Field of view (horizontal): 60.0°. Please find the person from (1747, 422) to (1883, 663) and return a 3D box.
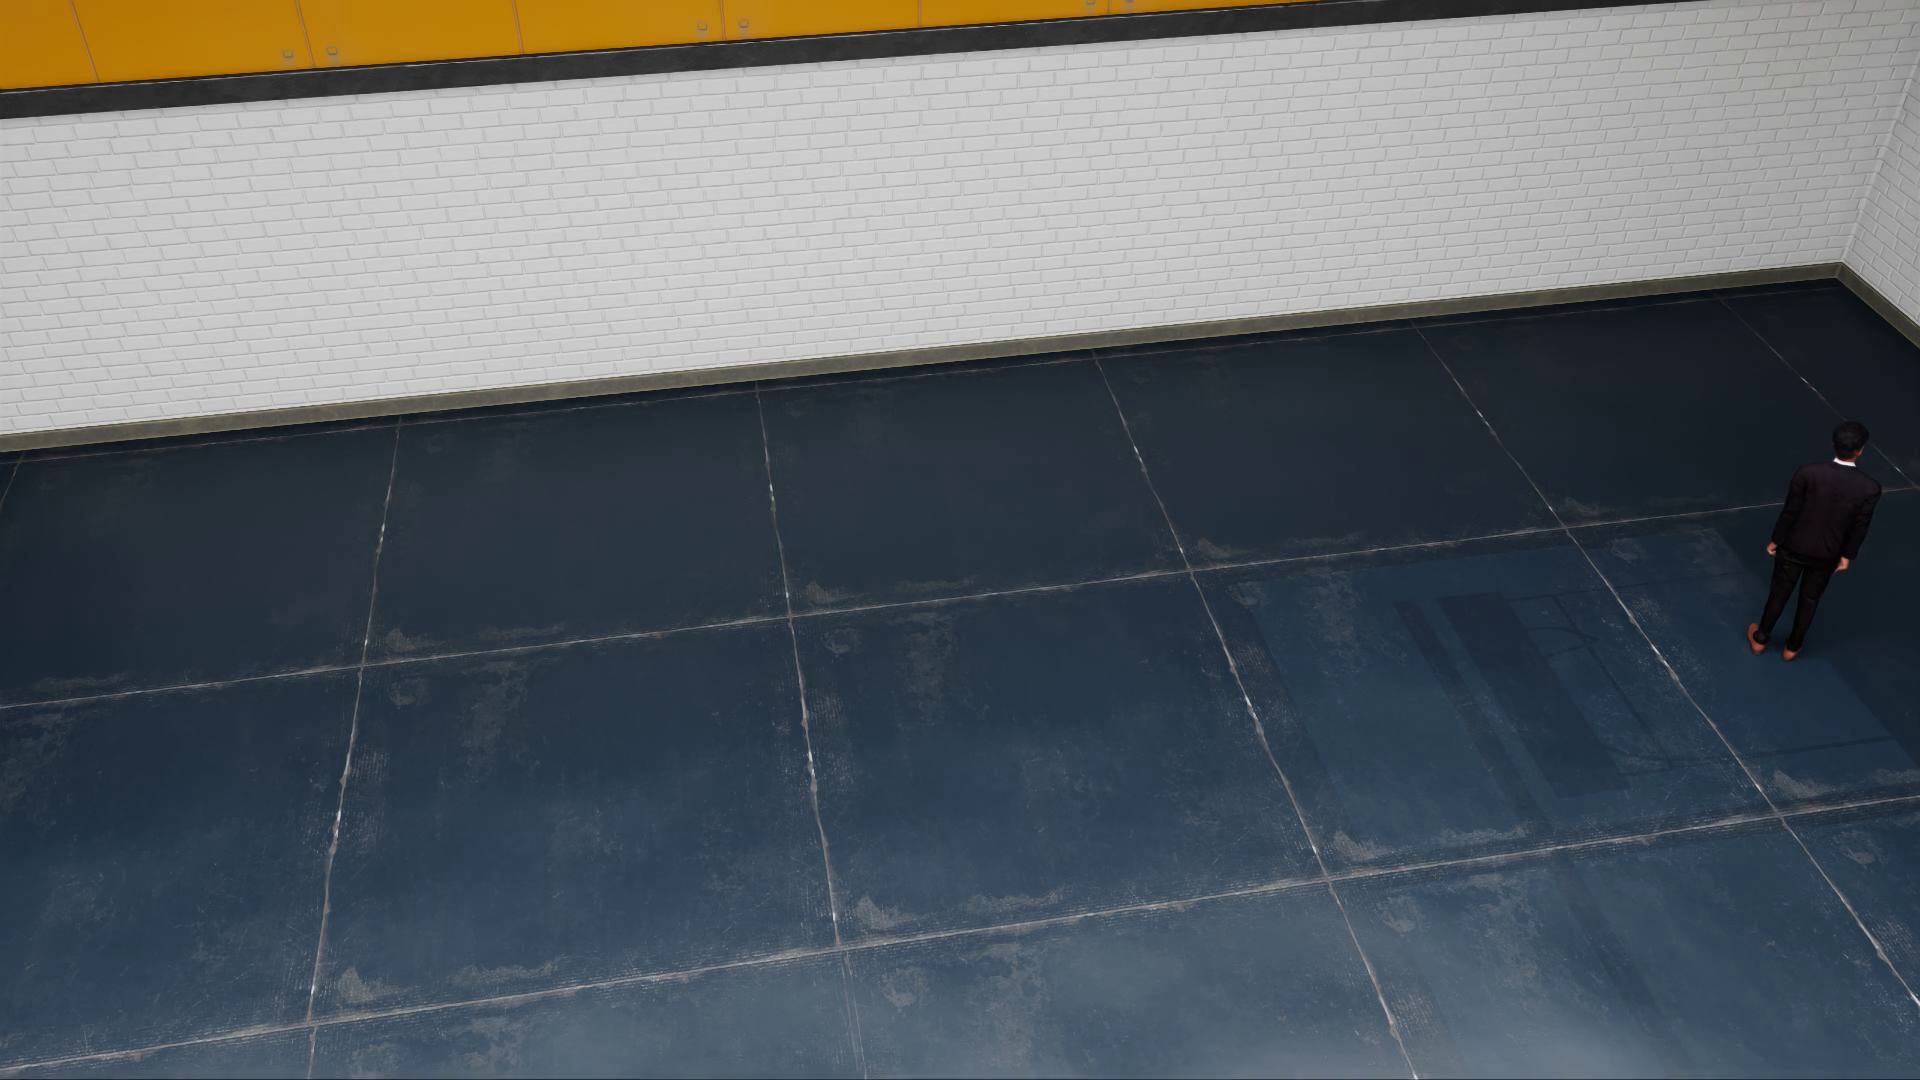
[{"bbox_3d":[5.737,0.032,11.192,0.773,1.877,0.773,16,41,19],"label":"person"}]
